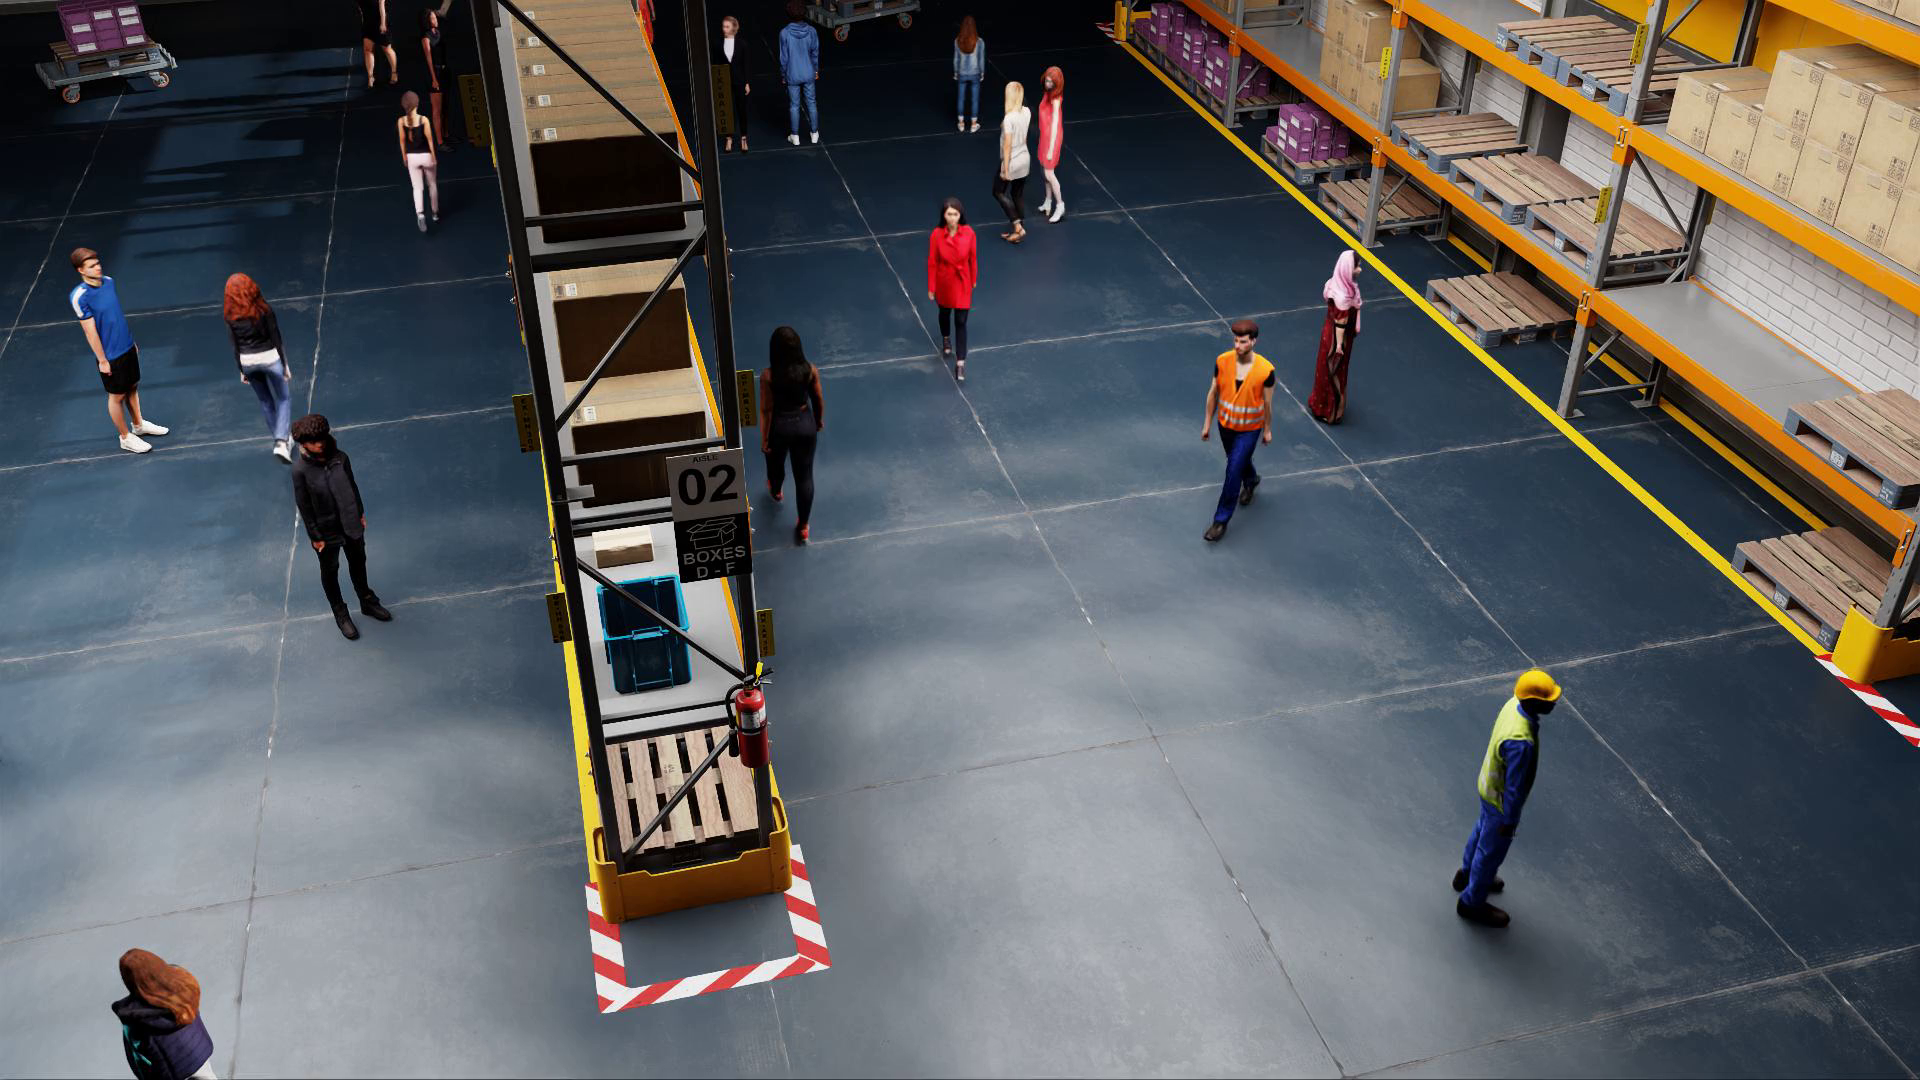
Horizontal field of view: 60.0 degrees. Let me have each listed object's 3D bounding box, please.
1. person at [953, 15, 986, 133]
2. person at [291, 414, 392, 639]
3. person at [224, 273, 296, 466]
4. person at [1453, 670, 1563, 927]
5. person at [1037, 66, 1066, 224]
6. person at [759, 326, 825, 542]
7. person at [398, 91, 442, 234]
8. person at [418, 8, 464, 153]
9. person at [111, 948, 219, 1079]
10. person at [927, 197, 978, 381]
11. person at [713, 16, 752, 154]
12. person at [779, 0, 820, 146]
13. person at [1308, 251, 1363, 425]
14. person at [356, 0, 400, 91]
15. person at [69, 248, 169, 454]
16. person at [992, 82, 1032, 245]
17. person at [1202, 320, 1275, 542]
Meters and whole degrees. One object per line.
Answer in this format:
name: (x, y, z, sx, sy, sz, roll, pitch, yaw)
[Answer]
person: (0.109, -5.962, 21.293, 0.620, 1.474, 0.614, 6, 34, 9)
person: (-4.613, -0.135, 12.250, 0.772, 1.781, 0.737, 26, 42, 33)
person: (-5.947, -1.409, 14.169, 0.611, 1.778, 0.961, -6, 34, -9)
person: (3.214, 1.470, 9.806, 0.818, 1.812, 0.694, 6, 34, 10)
person: (1.042, -4.460, 18.732, 0.826, 1.807, 0.584, 4, 34, 6)
person: (-1.334, -0.808, 13.261, 0.693, 1.780, 1.089, -8, 35, -12)
person: (-6.045, -4.224, 18.617, 0.532, 1.541, 0.959, -7, 34, -10)
person: (-6.507, -5.750, 20.732, 0.718, 1.740, 0.557, 2, 34, 3)
person: (-3.940, 2.610, 8.373, 0.747, 1.499, 0.671, 12, 35, 17)
person: (-0.090, -2.429, 15.783, 0.744, 1.689, 1.131, -4, 34, -5)
person: (-2.809, -5.646, 20.609, 0.646, 1.704, 0.597, -1, 34, -1)
person: (-2.013, -5.876, 20.860, 0.679, 1.810, 0.556, -10, 35, -14)
person: (3.391, -1.838, 14.941, 0.817, 1.637, 0.704, 7, 34, 11)
person: (-7.912, -7.039, 22.719, 0.858, 1.688, 0.952, 9, 35, 13)
person: (-7.392, -1.677, 14.492, 0.783, 1.866, 0.647, 4, 34, 6)
person: (0.677, -4.075, 18.144, 0.818, 1.817, 0.764, 25, 41, 32)
person: (2.301, -0.966, 13.442, 1.219, 1.844, 1.226, 21, 39, 28)
